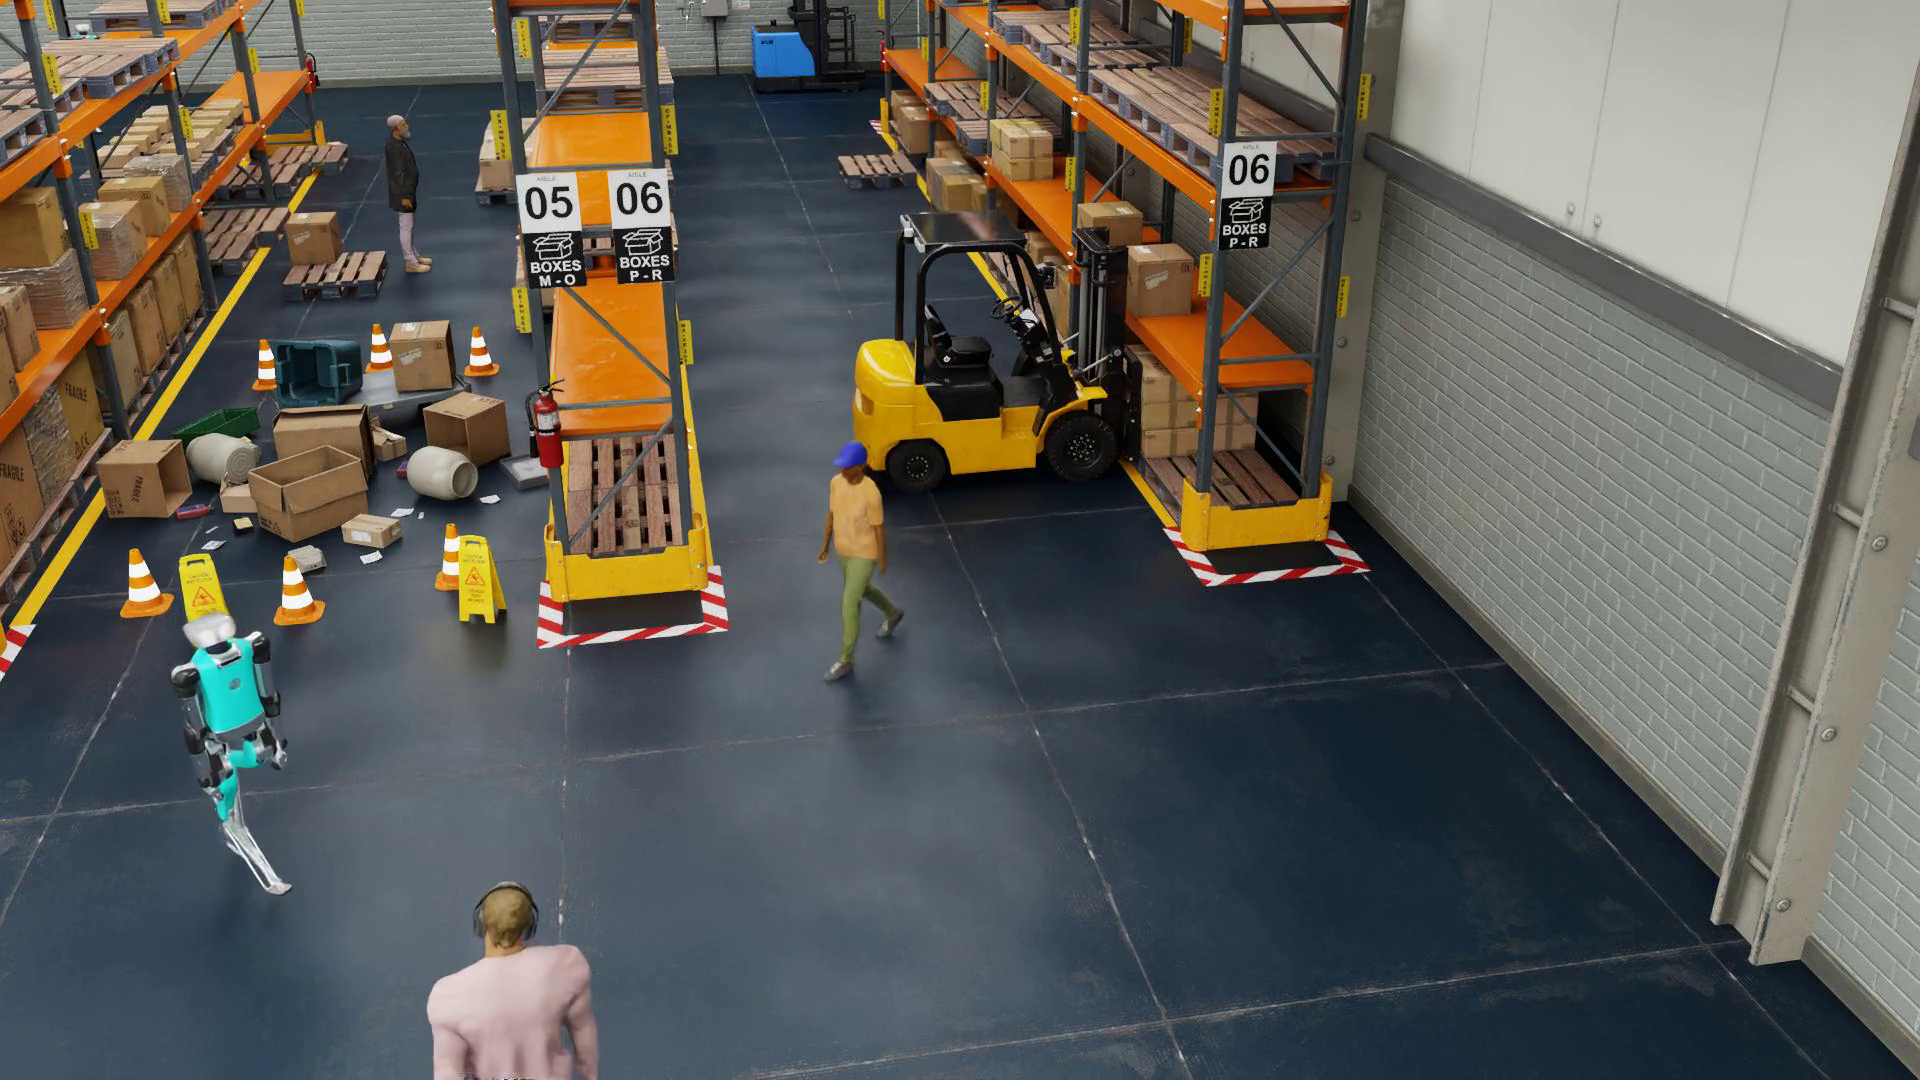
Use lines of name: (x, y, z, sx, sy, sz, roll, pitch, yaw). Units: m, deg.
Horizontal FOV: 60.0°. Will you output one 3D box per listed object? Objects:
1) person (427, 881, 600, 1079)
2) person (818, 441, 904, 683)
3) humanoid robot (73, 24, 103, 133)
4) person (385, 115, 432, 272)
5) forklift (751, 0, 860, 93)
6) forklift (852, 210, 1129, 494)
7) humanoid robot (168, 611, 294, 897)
person: (-1.702, 2.236, 6.587, 0.658, 1.904, 0.555, -15, 29, -28)
person: (-0.666, 0.061, 11.369, 0.863, 1.677, 0.443, -23, 34, -39)
humanoid robot: (-14.244, -7.476, 27.109, 0.831, 1.872, 0.553, 23, 34, 39)
person: (-6.658, -4.154, 19.946, 0.404, 1.856, 0.534, -5, 26, -10)
forklift: (-2.872, -9.679, 30.288, 1.873, 2.768, 1.129, -5, 26, -10)
forklift: (0.216, -1.659, 14.366, 2.313, 2.155, 1.214, -5, 26, -10)
humanoid robot: (-4.002, 1.136, 9.065, 1.009, 1.735, 0.548, 19, 31, 34)
